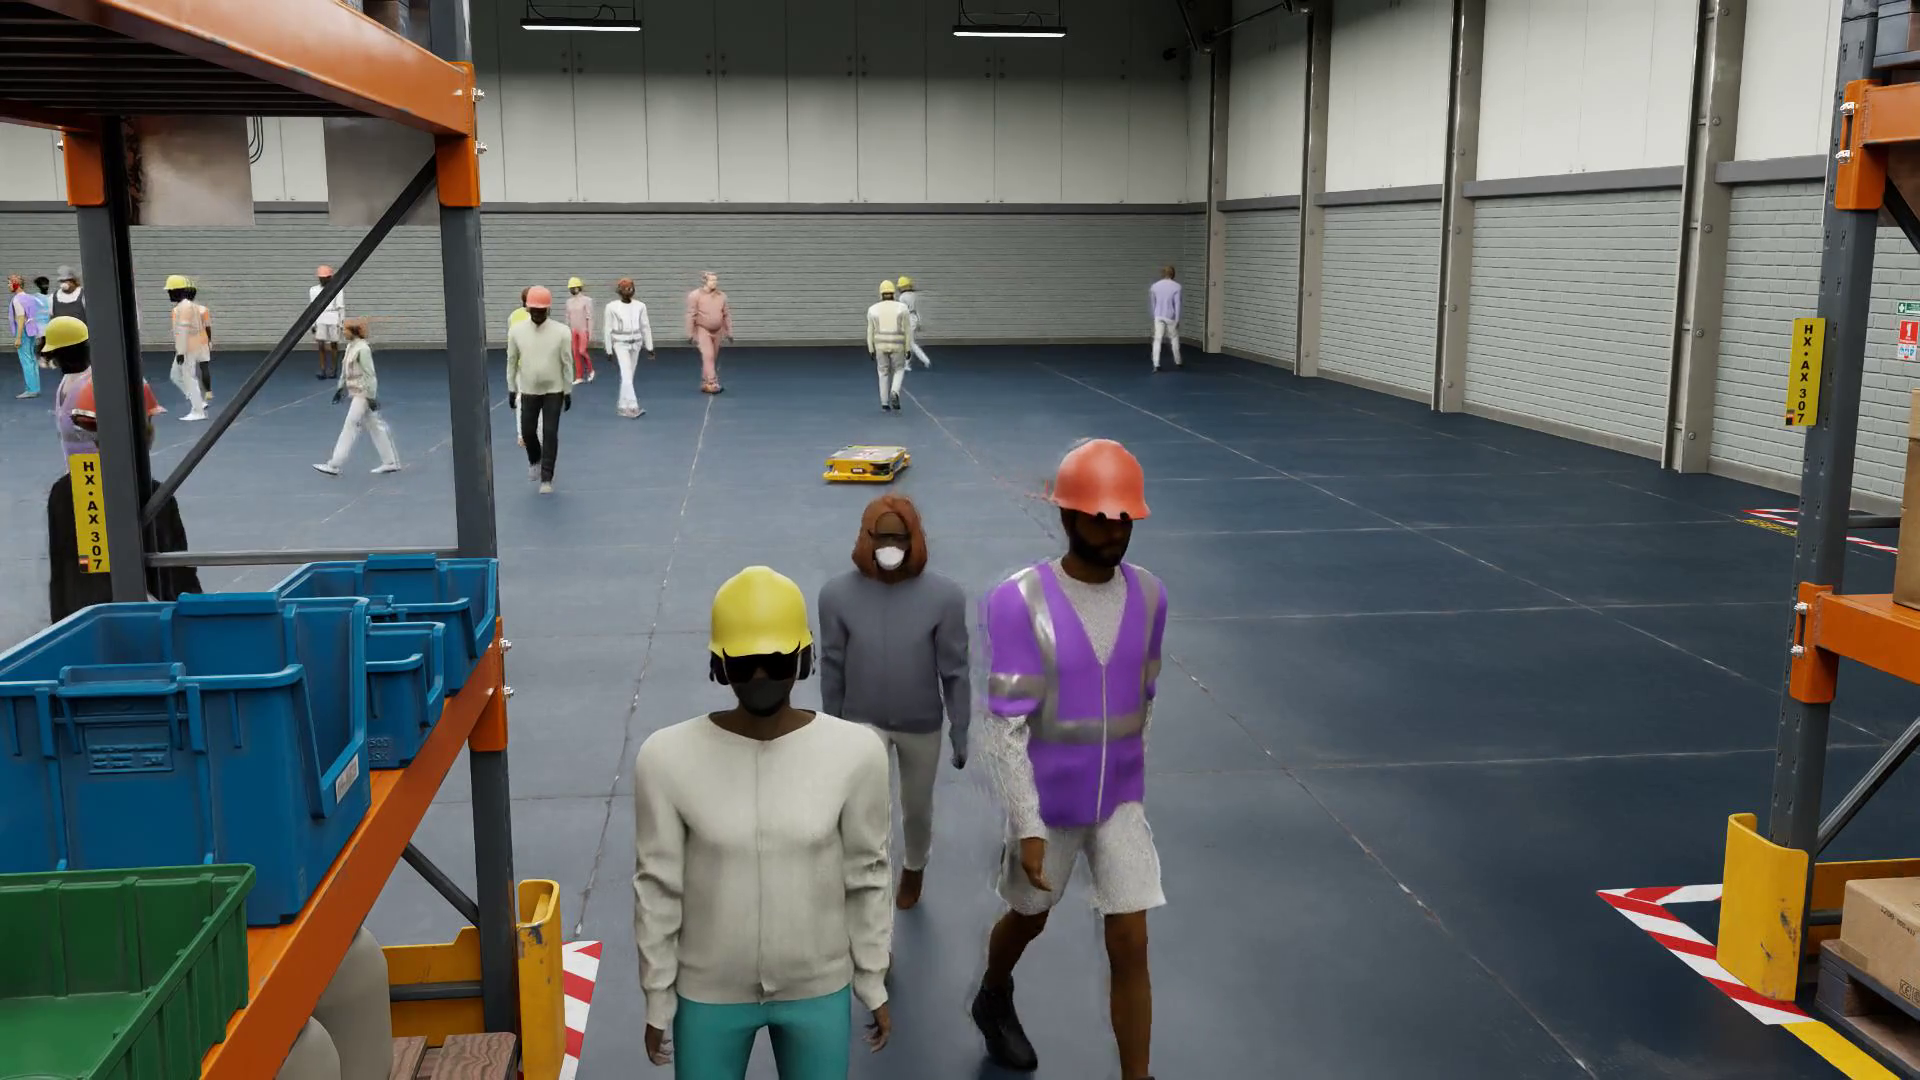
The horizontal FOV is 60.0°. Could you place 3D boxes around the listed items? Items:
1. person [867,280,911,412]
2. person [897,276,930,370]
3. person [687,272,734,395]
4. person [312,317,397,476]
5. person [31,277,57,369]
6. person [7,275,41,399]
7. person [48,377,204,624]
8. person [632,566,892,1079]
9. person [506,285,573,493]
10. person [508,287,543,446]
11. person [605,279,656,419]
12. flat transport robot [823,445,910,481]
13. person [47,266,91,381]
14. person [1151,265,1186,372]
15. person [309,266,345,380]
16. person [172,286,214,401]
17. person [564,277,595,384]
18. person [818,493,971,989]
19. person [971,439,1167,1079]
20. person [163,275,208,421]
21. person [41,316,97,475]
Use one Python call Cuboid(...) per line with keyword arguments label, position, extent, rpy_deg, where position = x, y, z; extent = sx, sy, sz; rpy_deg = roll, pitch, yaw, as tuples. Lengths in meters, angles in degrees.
Cuboid(label="person", position=(-0.975, -2.669, 22.916), extent=(0.613, 1.813, 0.429), rpy_deg=(1, 10, 4))
Cuboid(label="person", position=(-0.835, -3.880, 29.862), extent=(0.703, 1.706, 0.520), rpy_deg=(6, 12, 28))
Cuboid(label="person", position=(-3.758, -3.152, 25.422), extent=(0.673, 1.860, 0.950), rpy_deg=(-8, 13, -38))
Cuboid(label="person", position=(-6.130, -1.436, 16.766), extent=(0.861, 1.595, 0.513), rpy_deg=(-6, 12, -28))
Cuboid(label="person", position=(-16.563, -3.931, 30.177), extent=(0.417, 1.681, 0.534), rpy_deg=(5, 12, 26))
Cuboid(label="person", position=(-13.972, -3.036, 24.847), extent=(0.375, 1.843, 0.574), rpy_deg=(-3, 11, -14))
Cuboid(label="person", position=(-2.940, 0.372, 5.920), extent=(0.604, 1.949, 1.044), rpy_deg=(7, 12, 32))
Cuboid(label="person", position=(-0.394, 0.918, 3.392), extent=(0.523, 1.769, 0.324), rpy_deg=(-2, 11, -11))
Cuboid(label="person", position=(-3.961, -1.430, 15.731), extent=(0.622, 1.962, 0.672), rpy_deg=(-1, 10, -7))
Cuboid(label="person", position=(-4.916, -1.991, 19.166), extent=(0.630, 1.838, 0.429), rpy_deg=(8, 13, 38))
Cuboid(label="person", position=(-4.351, -2.534, 22.087), extent=(0.591, 1.837, 0.946), rpy_deg=(-9, 13, -39))
Cuboid(label="flat transport robot", position=(-0.931, -0.788, 16.845), extent=(0.652, 0.197, 1.431), rpy_deg=(1, 10, 7))
Cuboid(label="person", position=(-12.684, -2.945, 23.820), extent=(0.690, 2.000, 1.016), rpy_deg=(-2, 11, -12))
Cuboid(label="person", position=(3.760, -3.991, 29.970), extent=(0.636, 1.888, 1.003), rpy_deg=(6, 12, 30))
Cuboid(label="person", position=(-10.689, -3.653, 28.059), extent=(0.570, 1.905, 0.875), rpy_deg=(-2, 11, -12))
Cuboid(label="person", position=(-11.293, -2.896, 24.501), extent=(0.532, 1.693, 0.319), rpy_deg=(-4, 11, -20))
Cuboid(label="person", position=(-6.232, -3.408, 27.148), extent=(0.543, 1.751, 0.365), rpy_deg=(5, 12, 27))
Cuboid(label="person", position=(-0.216, 0.601, 5.621), extent=(0.506, 1.593, 0.860), rpy_deg=(0, 10, 0))
Cuboid(label="person", position=(0.289, 0.656, 4.493), extent=(0.548, 1.902, 0.958), rpy_deg=(-4, 11, -22))
Cuboid(label="person", position=(-10.165, -2.508, 21.788), extent=(0.425, 1.911, 0.597), rpy_deg=(-6, 12, -29))
Cuboid(label="person", position=(-5.479, -0.443, 10.442), extent=(0.585, 1.916, 0.387), rpy_deg=(9, 14, 41))
